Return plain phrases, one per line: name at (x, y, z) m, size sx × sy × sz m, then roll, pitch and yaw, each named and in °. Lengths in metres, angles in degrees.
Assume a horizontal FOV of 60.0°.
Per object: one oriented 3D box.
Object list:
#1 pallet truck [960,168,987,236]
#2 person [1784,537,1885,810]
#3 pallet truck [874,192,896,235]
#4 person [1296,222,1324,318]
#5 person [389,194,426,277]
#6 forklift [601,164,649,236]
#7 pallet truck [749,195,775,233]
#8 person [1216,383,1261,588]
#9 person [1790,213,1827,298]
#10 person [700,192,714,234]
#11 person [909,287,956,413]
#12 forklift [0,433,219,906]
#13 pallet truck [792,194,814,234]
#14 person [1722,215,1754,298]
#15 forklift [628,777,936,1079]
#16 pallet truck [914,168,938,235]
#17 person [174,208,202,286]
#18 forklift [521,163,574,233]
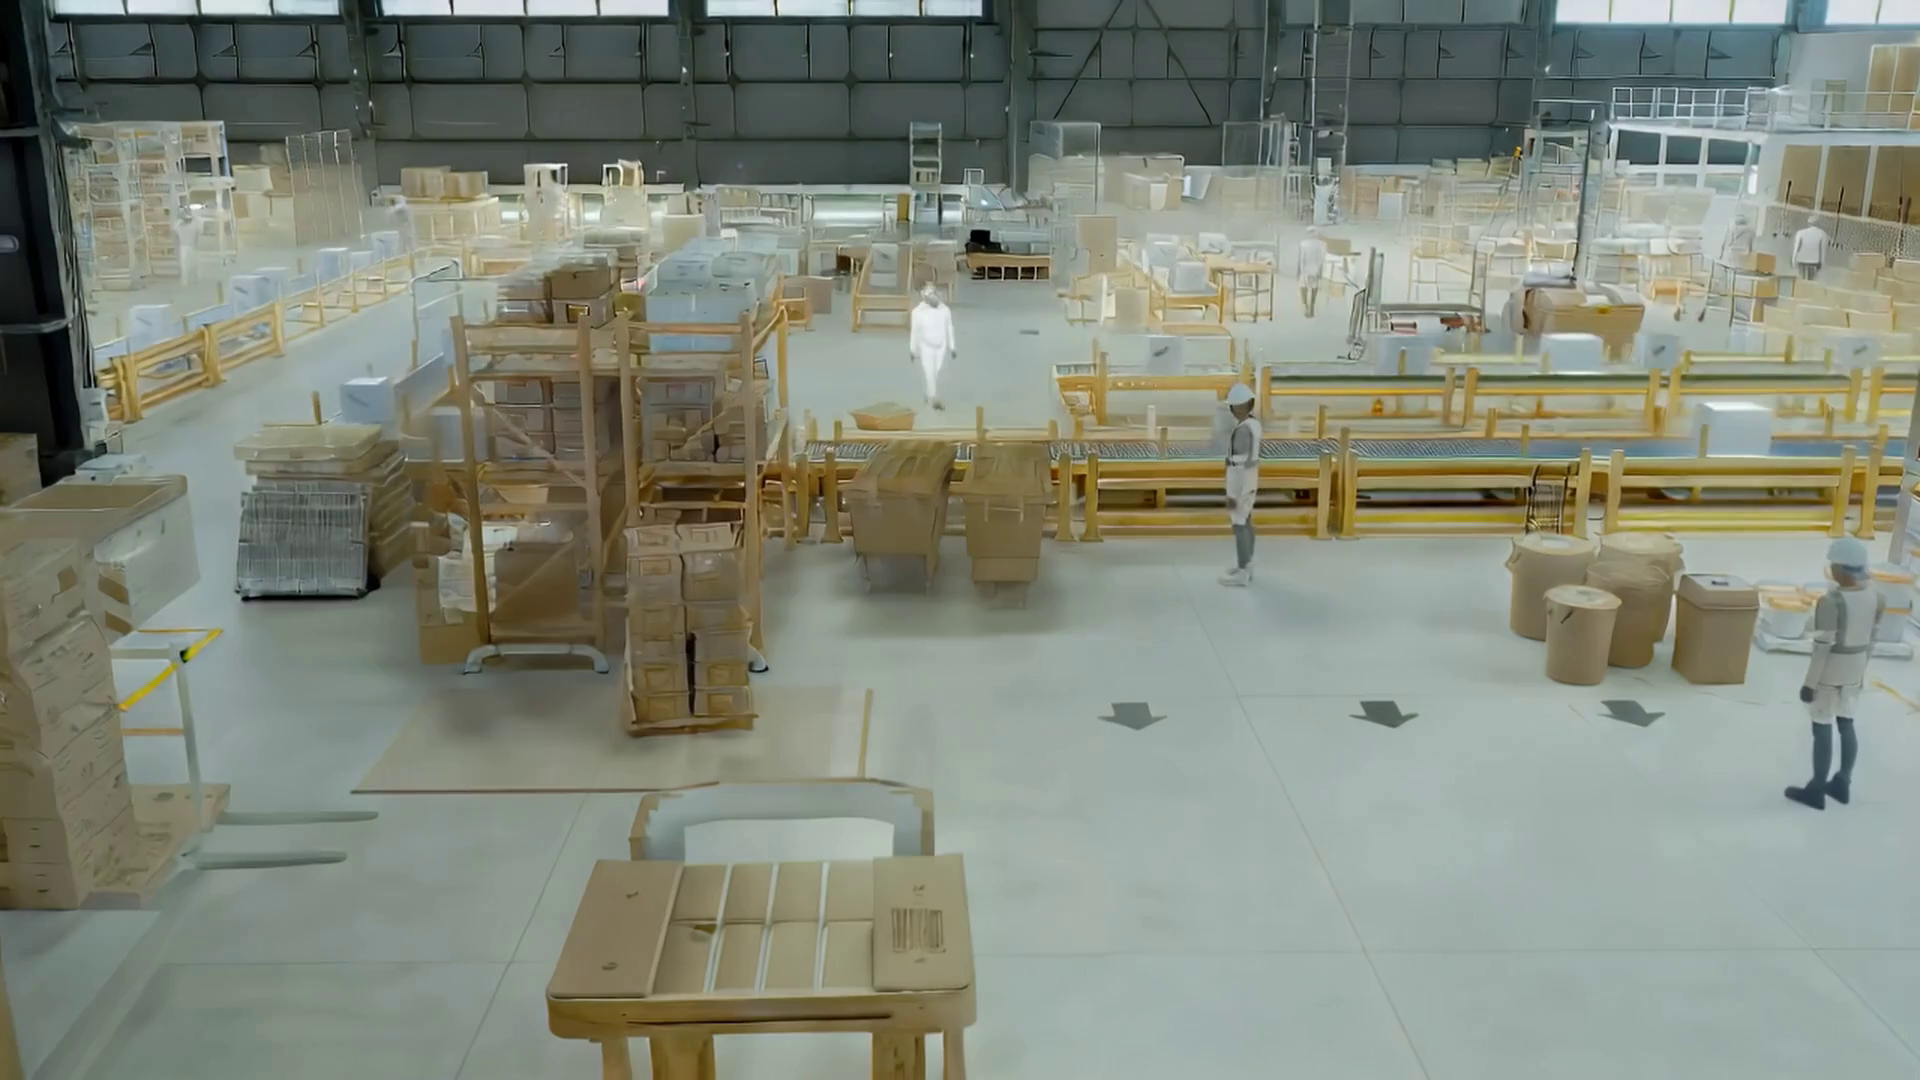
pallet truck at (0.383, -10.230, 50.206) m, size 0.823 × 1.965 × 1.885 m, roll -1°, pitch 16°, yaw -3°
person at (6.068, 0.925, 11.554) m, size 0.547 × 1.930 × 0.384 m, roll -6°, pitch 17°, yaw -19°
pallet truck at (-2.277, -9.986, 50.594) m, size 0.653 × 1.274 × 1.630 m, roll 0°, pitch 16°, yaw -1°
person at (7.117, -5.487, 33.866) m, size 0.544 × 1.921 × 0.467 m, roll 3°, pitch 16°, yaw 11°
person at (-13.476, -7.404, 40.387) m, size 0.818 × 2.010 × 0.635 m, roll -15°, pitch 22°, yaw -42°
forklift at (-9.948, -10.127, 49.296) m, size 1.157 × 1.987 × 2.680 m, roll -1°, pitch 16°, yaw -3°
pallet truck at (-6.051, -9.967, 50.660) m, size 0.680 × 1.201 × 1.601 m, roll 0°, pitch 16°, yaw -1°
person at (2.754, -0.534, 16.428) m, size 0.395 × 2.040 × 0.609 m, roll 7°, pitch 18°, yaw 24°
person at (18.113, -6.002, 35.561) m, size 0.629 × 1.965 × 0.798 m, roll 6°, pitch 17°, yaw 20°
person at (-6.639, -8.370, 44.201) m, size 0.667 × 1.750 × 0.530 m, roll -10°, pitch 19°, yaw -30°
person at (-0.401, -2.865, 24.874) m, size 0.663 × 1.849 × 1.043 m, roll -8°, pitch 18°, yaw -26°
forklift at (-5.952, 0.780, 10.366) m, size 1.873 × 2.768 × 1.129 m, roll 0°, pitch 16°, yaw -1°
pallet truck at (-4.814, -9.883, 50.259) m, size 0.704 × 1.261 × 1.522 m, roll -1°, pitch 16°, yaw -3°
person at (17.072, -6.219, 36.584) m, size 0.604 × 1.824 × 0.403 m, roll 14°, pitch 21°, yaw 40°
forklift at (-0.542, 2.165, 5.552) m, size 1.129 × 2.768 × 1.873 m, roll -1°, pitch 16°, yaw -2°
pallet truck at (-0.989, -10.316, 50.507) m, size 0.823 × 1.965 × 1.885 m, roll 1°, pitch 16°, yaw 3°
person at (-17.931, -6.795, 38.624) m, size 0.572 × 1.802 × 0.939 m, roll -2°, pitch 16°, yaw -6°
forklift at (-12.233, -10.122, 49.298) m, size 1.157 × 1.987 × 2.680 m, roll 0°, pitch 16°, yaw -1°
